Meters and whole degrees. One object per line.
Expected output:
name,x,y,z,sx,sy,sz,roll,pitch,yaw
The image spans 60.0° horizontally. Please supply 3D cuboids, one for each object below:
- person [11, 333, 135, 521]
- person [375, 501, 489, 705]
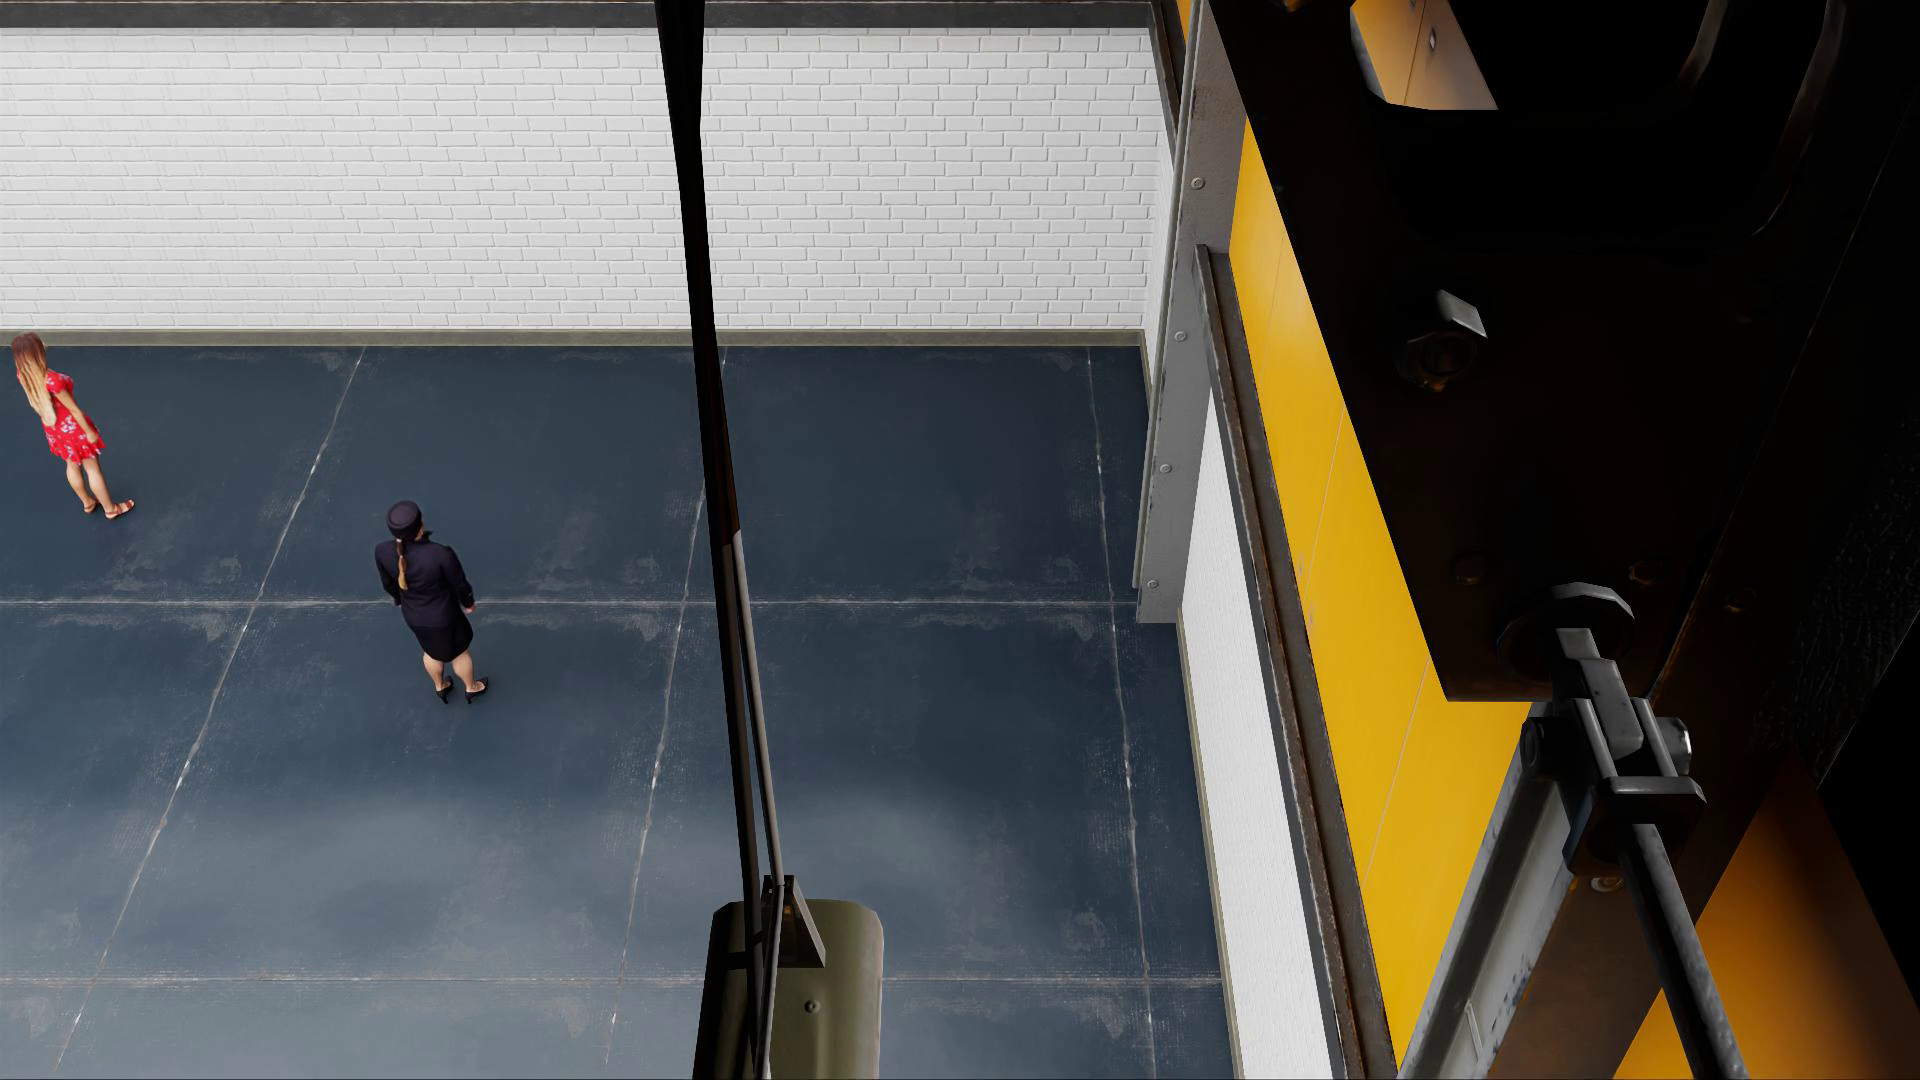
person,-6.345,-0.798,11.796,0.646,1.593,0.658,16,46,17
person,-3.317,0.426,10.455,0.698,1.671,0.632,3,44,3
